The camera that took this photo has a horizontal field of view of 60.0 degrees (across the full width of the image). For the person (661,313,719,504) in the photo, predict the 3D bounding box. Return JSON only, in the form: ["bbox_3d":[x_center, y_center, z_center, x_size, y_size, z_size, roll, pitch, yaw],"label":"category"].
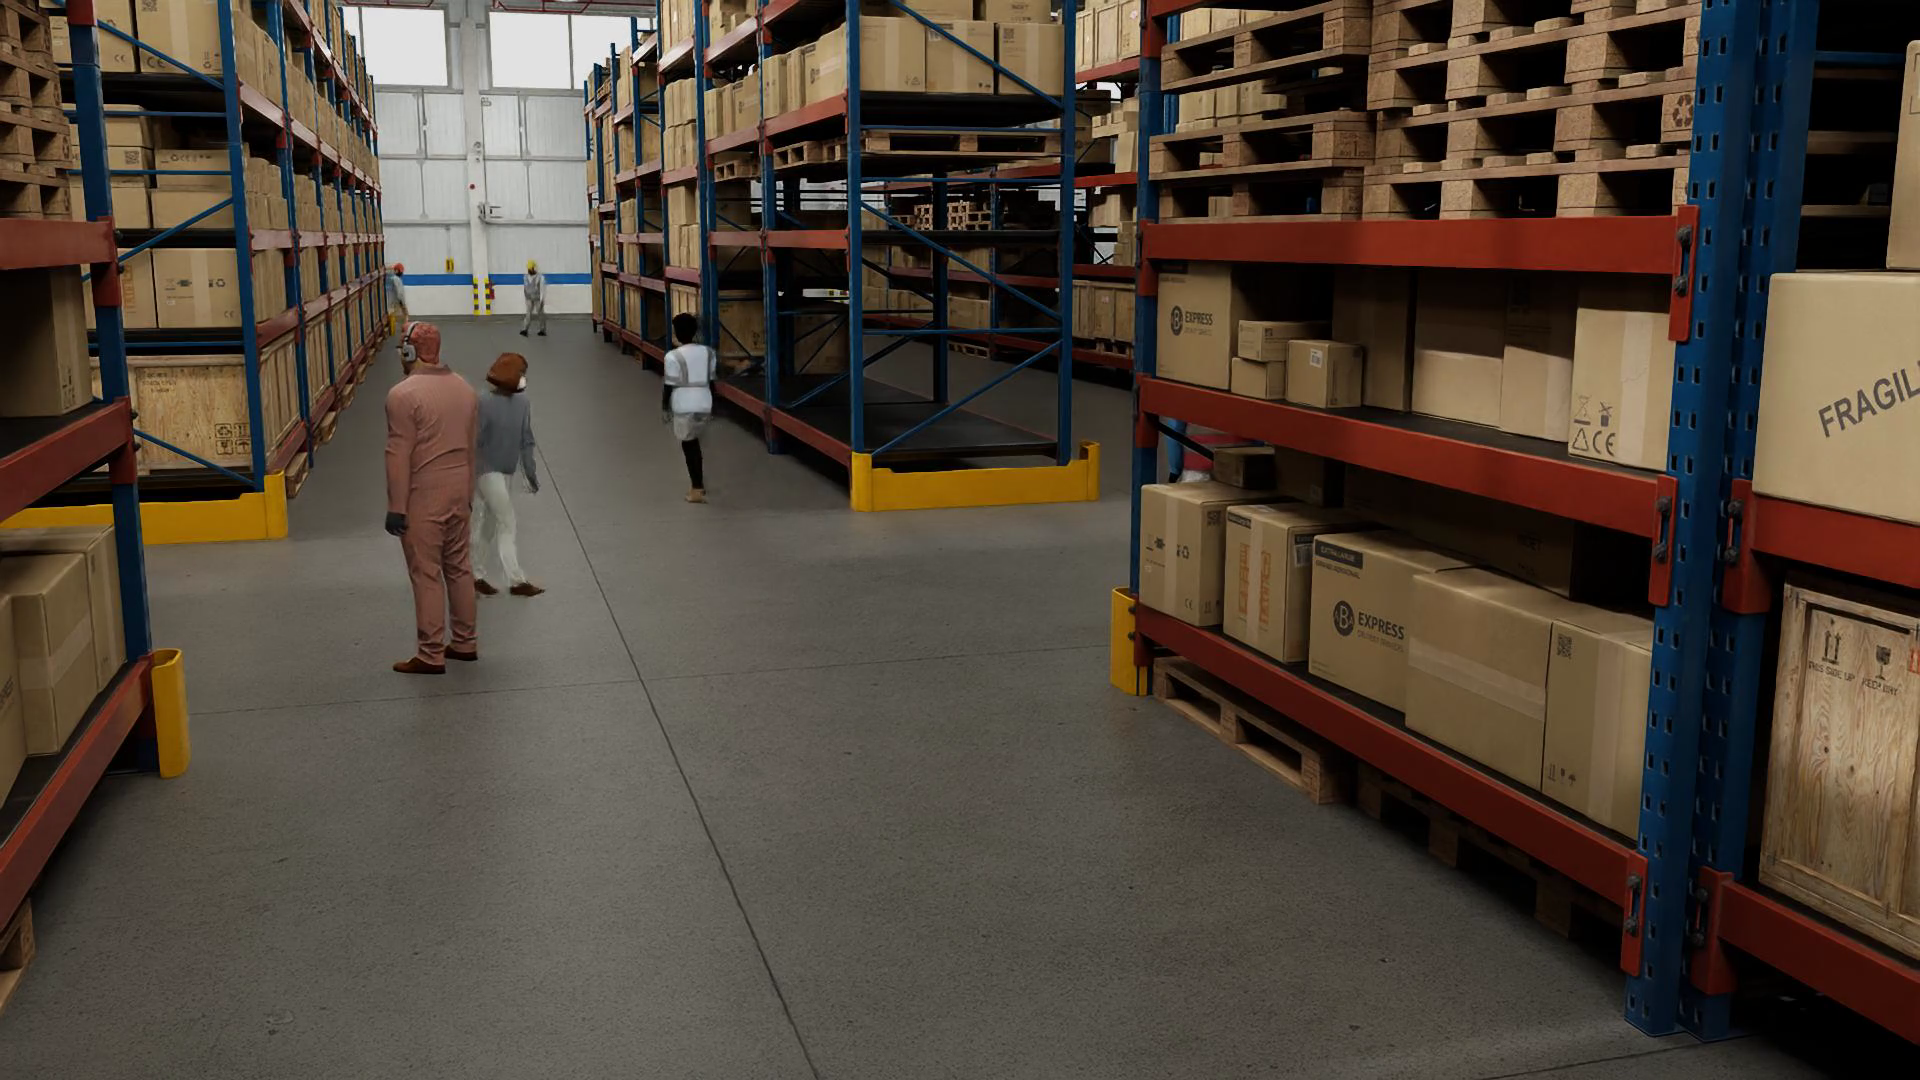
[{"bbox_3d":[-2.424,-1.169,14.744,0.531,1.677,0.559,10,14,43],"label":"person"}]

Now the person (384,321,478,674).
[{"bbox_3d":[-2.884,-0.230,9.032,0.400,1.902,0.641,4,11,20],"label":"person"}]

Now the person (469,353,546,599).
[{"bbox_3d":[-2.962,-0.415,10.847,0.724,1.592,0.525,4,11,19],"label":"person"}]

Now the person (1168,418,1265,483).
[{"bbox_3d":[1.602,-0.468,10.478,0.627,1.847,0.429,-1,10,-5],"label":"person"}]

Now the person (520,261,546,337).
[{"bbox_3d":[-10.065,-5.682,39.229,0.620,1.779,0.920,3,11,16],"label":"person"}]

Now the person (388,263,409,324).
[{"bbox_3d":[-13.738,-5.877,40.494,0.726,1.719,0.567,-1,10,-3],"label":"person"}]
